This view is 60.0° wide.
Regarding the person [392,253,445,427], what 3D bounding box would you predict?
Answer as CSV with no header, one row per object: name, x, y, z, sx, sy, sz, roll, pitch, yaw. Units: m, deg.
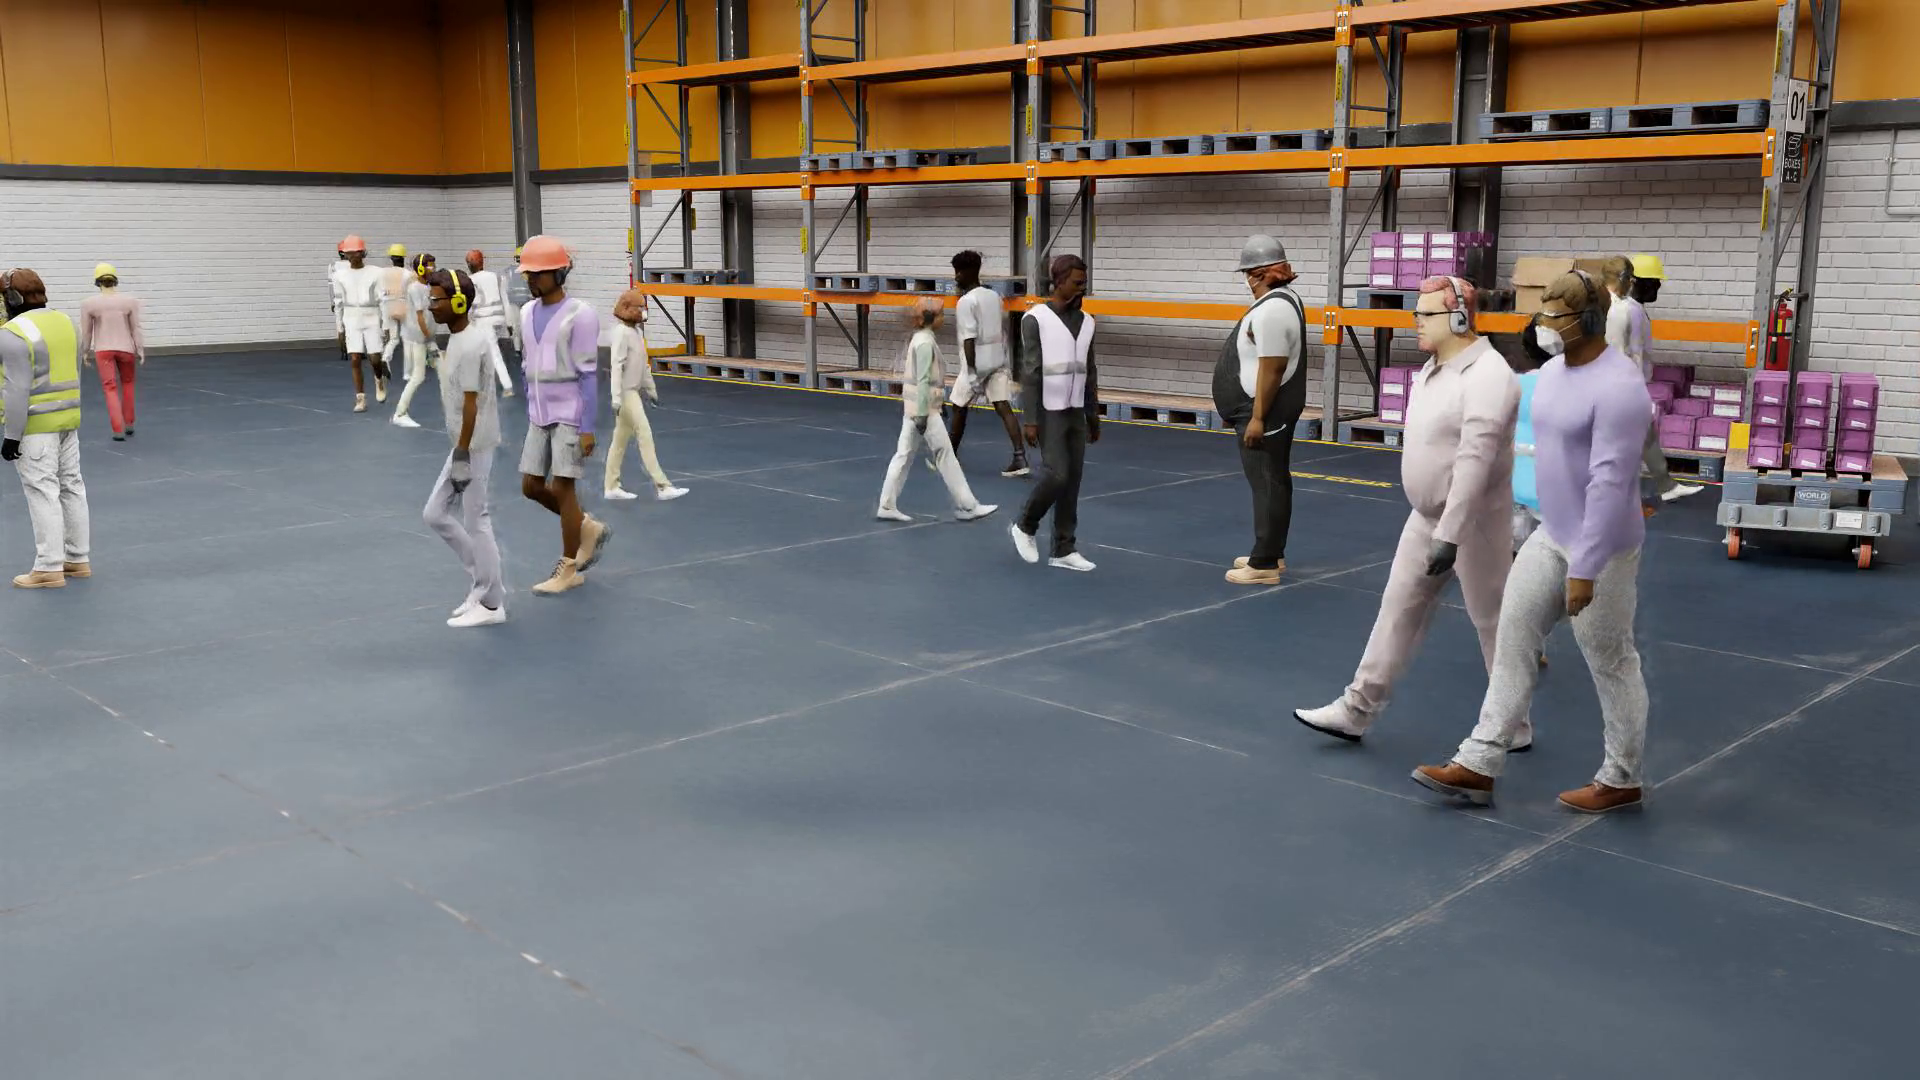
person,-5.633,-2.101,17.575,0.842,1.838,0.521,1,10,4

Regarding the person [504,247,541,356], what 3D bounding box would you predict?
person,-7.331,-3.999,27.925,0.601,1.827,0.403,0,10,-2

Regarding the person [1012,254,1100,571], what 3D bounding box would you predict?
person,0.609,-0.762,10.053,0.449,1.906,0.626,10,14,43

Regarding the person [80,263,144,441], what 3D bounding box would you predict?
person,-8.455,-1.873,16.573,0.544,1.736,0.794,-7,13,-35

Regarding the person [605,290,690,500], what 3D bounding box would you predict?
person,-2.391,-1.090,12.657,0.775,1.597,0.527,1,10,3

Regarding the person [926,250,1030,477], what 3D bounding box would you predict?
person,0.165,-1.476,13.999,1.062,1.902,0.633,9,14,41

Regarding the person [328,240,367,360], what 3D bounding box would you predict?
person,-9.955,-3.891,27.041,0.546,1.939,0.375,-3,11,-14

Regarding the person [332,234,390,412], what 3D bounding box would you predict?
person,-6.885,-2.501,19.199,0.618,2.030,0.622,-1,10,-7

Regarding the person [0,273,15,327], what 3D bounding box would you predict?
person,-12.113,-2.685,20.772,0.650,1.823,0.464,-4,11,-18

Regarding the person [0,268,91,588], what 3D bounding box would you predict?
person,-5.324,-0.644,9.617,0.429,1.838,0.621,1,10,5

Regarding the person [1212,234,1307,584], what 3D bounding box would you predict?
person,1.741,-0.768,9.732,0.536,2.000,0.672,4,11,20

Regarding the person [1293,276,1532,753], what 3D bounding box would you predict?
person,1.811,-0.065,6.393,0.975,1.859,0.664,-2,11,-13

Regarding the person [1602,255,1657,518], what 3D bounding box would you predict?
person,4.517,-1.092,11.933,0.920,1.894,0.631,-1,10,-4

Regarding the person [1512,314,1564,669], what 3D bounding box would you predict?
person,2.675,-0.212,7.669,0.369,1.680,0.547,-5,12,-27

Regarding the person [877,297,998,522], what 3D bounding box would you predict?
person,-0.197,-0.904,11.684,0.858,1.592,0.527,-1,10,-7

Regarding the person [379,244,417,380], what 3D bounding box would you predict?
person,-7.799,-3.147,23.069,0.589,1.909,0.646,2,11,9

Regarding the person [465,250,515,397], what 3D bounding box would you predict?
person,-5.955,-2.708,20.877,0.953,1.825,0.595,7,13,35

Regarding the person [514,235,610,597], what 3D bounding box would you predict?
person,-2.243,-0.705,9.450,0.614,2.023,0.582,7,13,34

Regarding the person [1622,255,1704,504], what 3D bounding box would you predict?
person,5.073,-1.184,12.463,1.003,1.869,0.617,5,12,25

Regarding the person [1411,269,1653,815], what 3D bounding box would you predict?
person,2.019,0.038,5.719,0.907,1.903,0.651,-2,11,-9

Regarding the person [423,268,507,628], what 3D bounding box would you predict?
person,-2.553,-0.456,8.534,0.419,1.851,0.573,-5,11,-24

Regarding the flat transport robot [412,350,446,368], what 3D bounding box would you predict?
flat transport robot,-7.952,-2.784,25.552,0.652,0.197,1.431,-8,13,-36
